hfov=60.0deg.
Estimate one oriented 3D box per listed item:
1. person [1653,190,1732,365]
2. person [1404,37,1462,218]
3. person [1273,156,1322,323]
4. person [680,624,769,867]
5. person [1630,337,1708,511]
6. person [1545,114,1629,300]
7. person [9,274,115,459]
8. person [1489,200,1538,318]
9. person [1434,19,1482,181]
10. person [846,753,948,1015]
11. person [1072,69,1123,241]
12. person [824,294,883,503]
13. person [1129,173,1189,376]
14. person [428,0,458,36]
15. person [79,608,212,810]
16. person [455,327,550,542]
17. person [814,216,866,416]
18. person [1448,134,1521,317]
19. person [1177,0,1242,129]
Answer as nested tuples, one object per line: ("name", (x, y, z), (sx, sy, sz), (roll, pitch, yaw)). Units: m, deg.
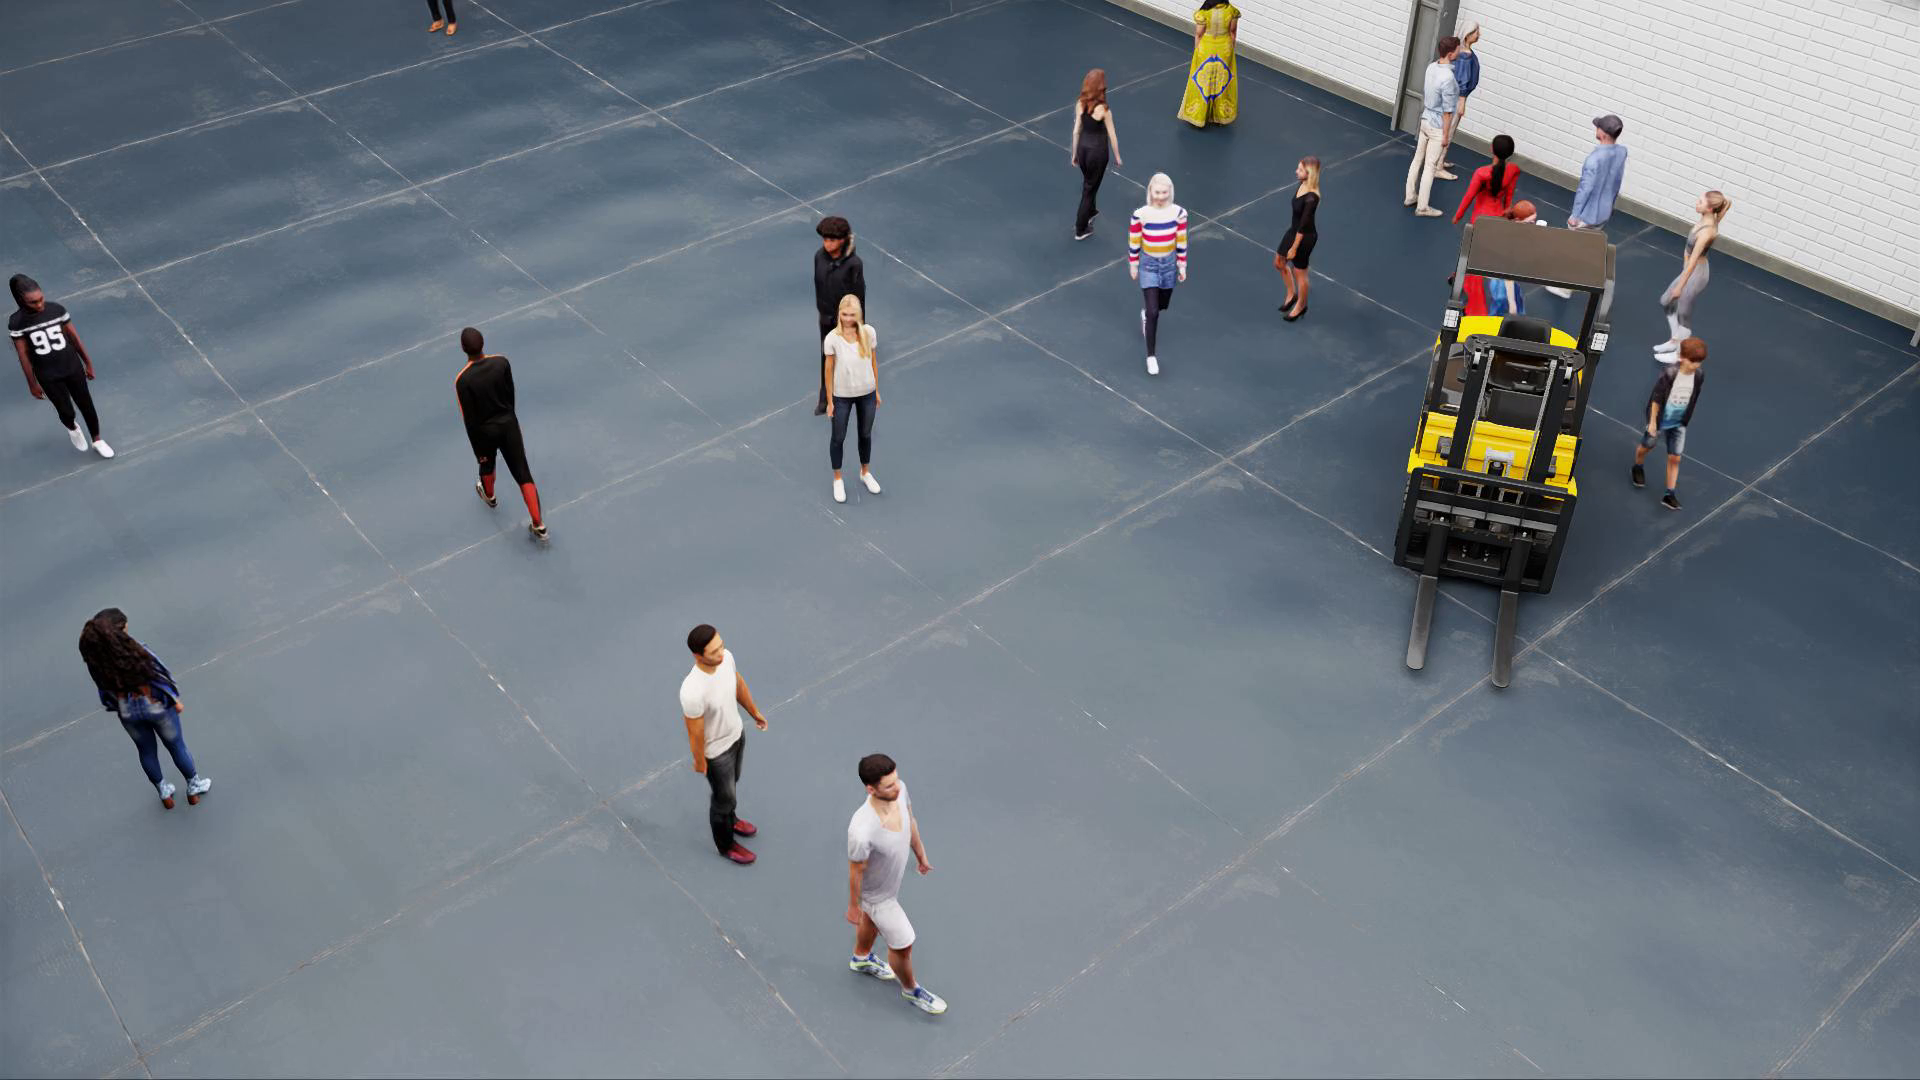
("person", (6.486, -2.260, 14.521), (0.722, 1.692, 0.705), (16, 41, 19))
("person", (4.797, -4.195, 16.820), (0.791, 1.847, 0.660), (-8, 39, -10))
("person", (3.183, -2.708, 15.105), (0.732, 1.663, 0.662), (-2, 39, -2))
("person", (-1.514, 1.182, 10.138), (0.802, 1.794, 0.772), (12, 40, 15))
("person", (5.579, -0.995, 13.159), (0.882, 1.415, 0.978), (0, 39, 1))
("person", (5.854, -2.986, 15.288), (0.716, 1.870, 0.909), (-21, 43, -24))
("person", (-7.305, -1.379, 13.389), (0.730, 1.729, 0.685), (28, 46, 30))
("person", (4.587, -2.145, 14.326), (0.774, 1.767, 0.715), (13, 41, 16))
("person", (5.222, -4.659, 17.529), (0.766, 1.697, 0.703), (3, 39, 3))
("person", (-0.526, 1.845, 9.265), (1.050, 1.836, 0.936), (15, 41, 18))
("person", (1.255, -3.756, 16.363), (0.763, 1.731, 0.735), (27, 46, 29))
("person", (-0.843, -1.129, 13.012), (0.658, 1.808, 0.609), (-14, 41, -17))
("person", (1.737, -2.423, 14.654), (1.018, 1.782, 1.194), (-5, 39, -7))
("person", (-6.560, -7.123, 20.643), (0.848, 1.652, 0.920), (14, 41, 16))
("person", (-5.108, 1.054, 10.432), (0.694, 1.616, 0.717), (-4, 39, -5))
("person", (-3.461, -0.773, 12.603), (0.677, 1.762, 1.214), (-25, 45, -28))
("person", (-0.974, -1.965, 14.121), (1.116, 1.730, 1.077), (10, 40, 12))
("person", (4.831, -2.804, 15.157), (0.770, 1.760, 1.032), (-17, 42, -20))
("person", (2.816, -5.408, 18.497), (0.997, 1.659, 1.011), (-4, 39, -5))
